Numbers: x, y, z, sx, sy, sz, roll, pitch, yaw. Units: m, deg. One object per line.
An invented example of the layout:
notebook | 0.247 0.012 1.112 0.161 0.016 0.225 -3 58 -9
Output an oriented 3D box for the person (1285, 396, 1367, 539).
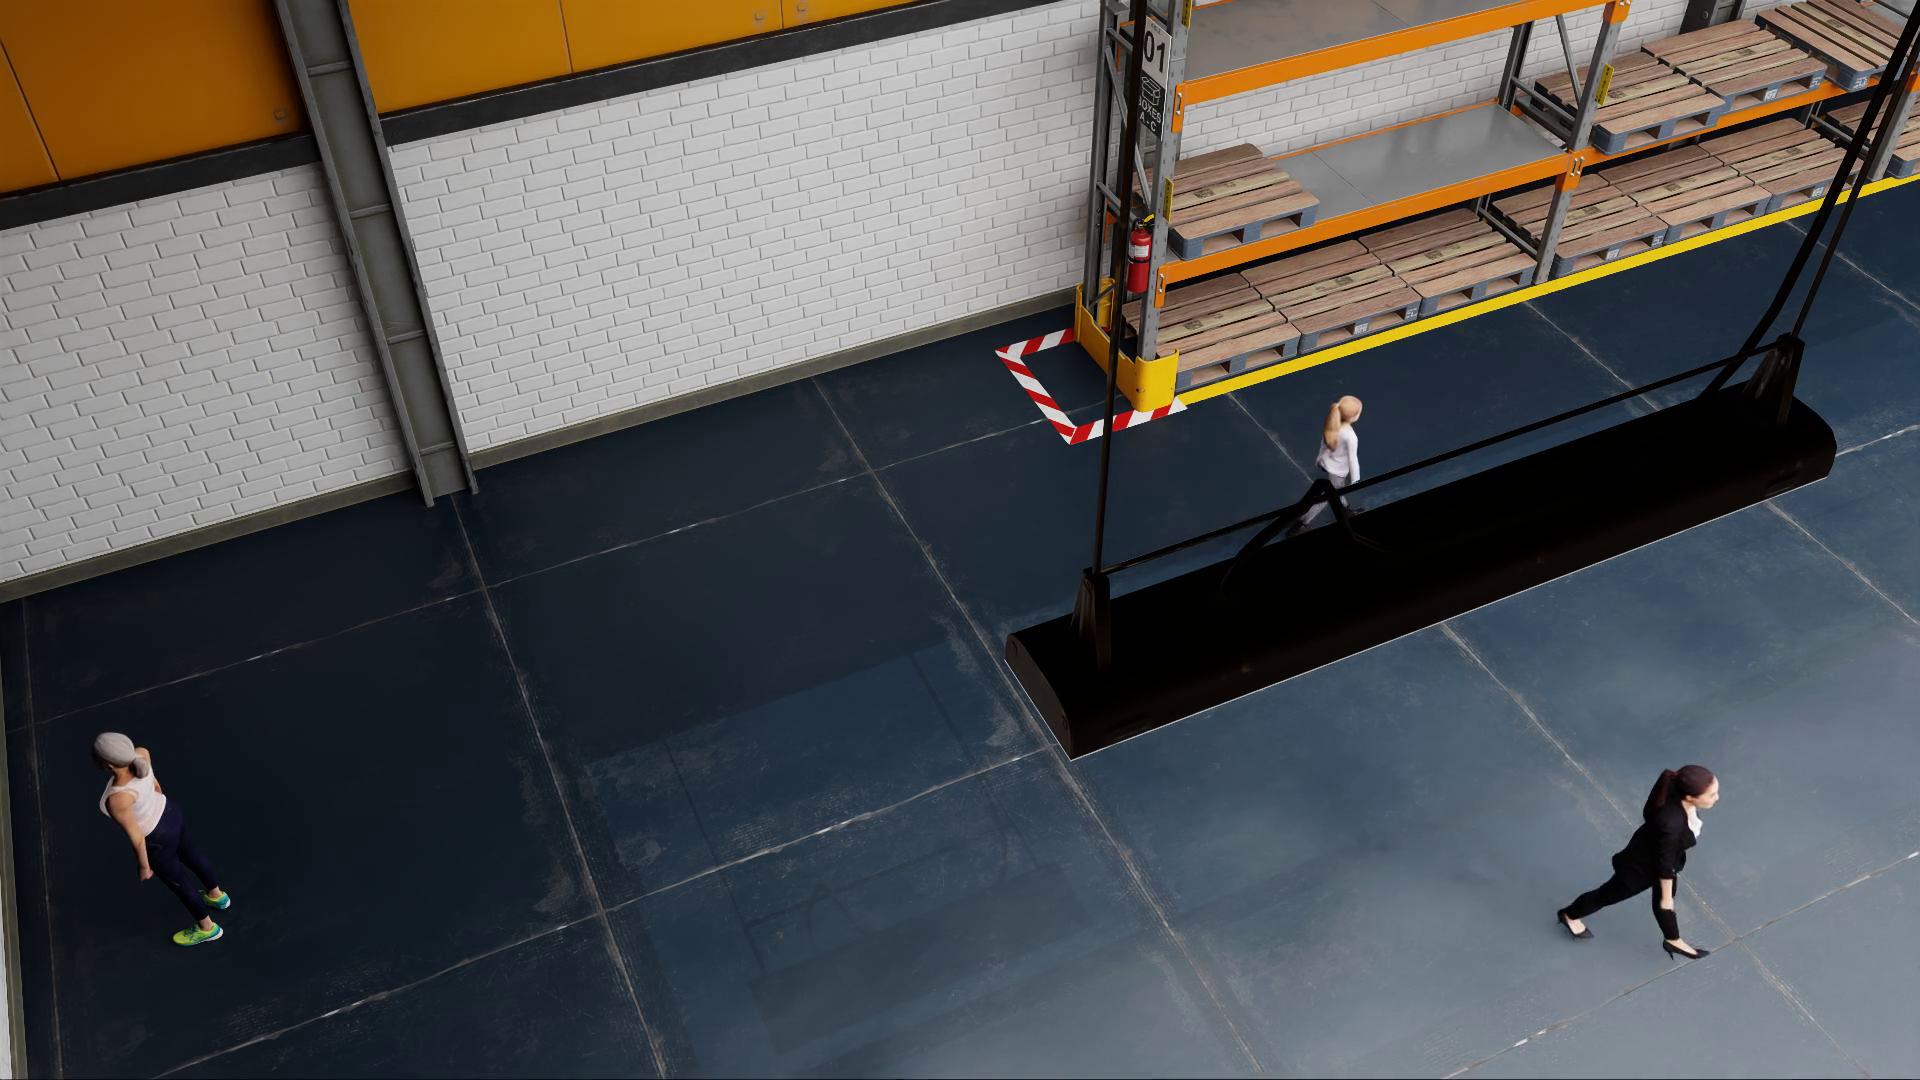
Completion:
person | 2.612 -0.486 11.843 0.926 1.252 0.573 -13 45 -13

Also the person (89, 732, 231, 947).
person | -4.459 1.641 9.283 0.651 1.702 0.664 -2 44 -2

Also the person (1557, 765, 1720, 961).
person | 3.715 1.767 9.214 1.079 1.616 1.086 19 47 19
